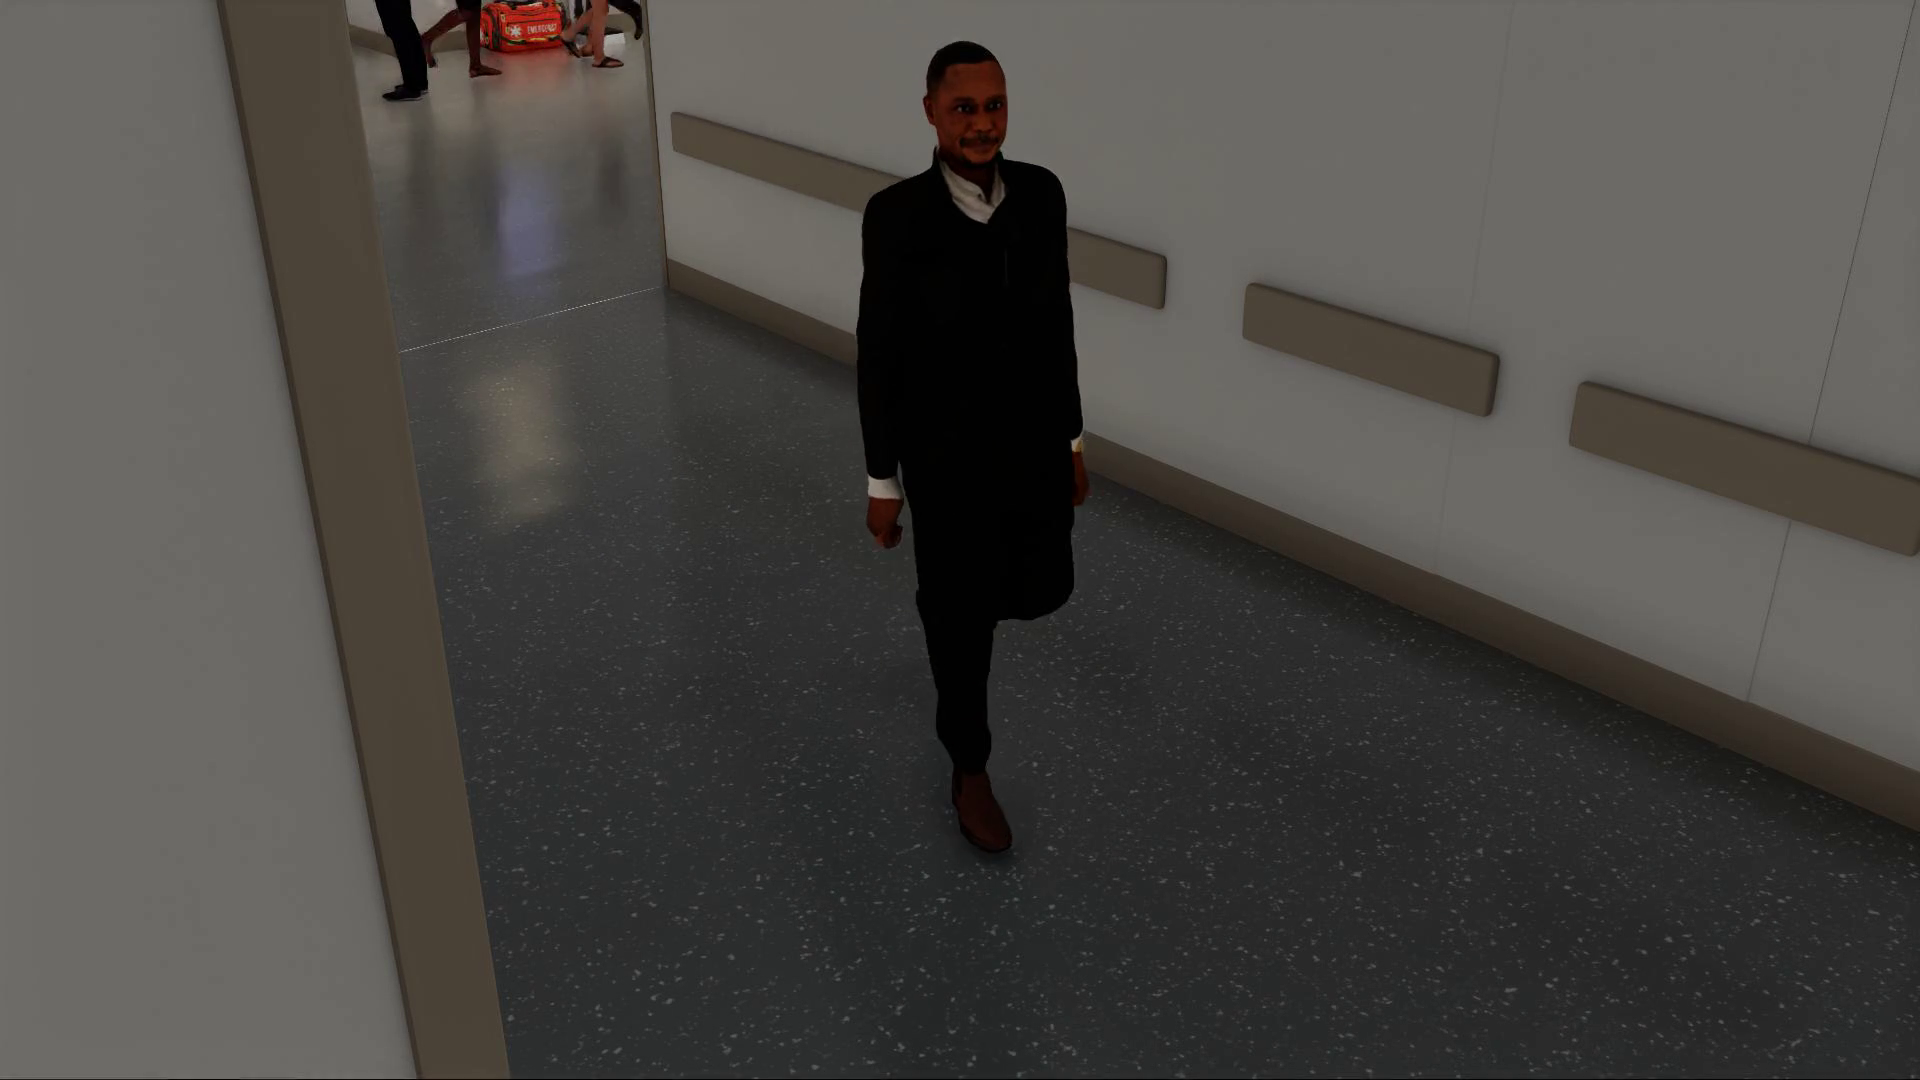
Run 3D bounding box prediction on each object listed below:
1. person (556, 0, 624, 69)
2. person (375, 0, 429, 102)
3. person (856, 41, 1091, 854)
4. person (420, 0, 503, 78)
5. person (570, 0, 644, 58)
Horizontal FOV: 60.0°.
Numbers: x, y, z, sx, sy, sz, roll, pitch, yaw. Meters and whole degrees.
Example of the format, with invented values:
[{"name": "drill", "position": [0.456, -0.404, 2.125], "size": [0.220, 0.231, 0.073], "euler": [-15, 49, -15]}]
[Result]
[{"name": "person", "position": [-3.090, -4.689, 13.672], "size": [0.872, 1.539, 0.772], "euler": [-3, 26, -7]}, {"name": "person", "position": [-4.243, -4.241, 12.393], "size": [0.751, 1.842, 0.724], "euler": [0, 26, -1]}, {"name": "person", "position": [0.031, -0.237, 4.037], "size": [1.096, 1.888, 0.993], "euler": [-10, 27, -19]}, {"name": "person", "position": [-4.008, -4.477, 13.044], "size": [1.010, 1.702, 0.874], "euler": [-5, 26, -9]}, {"name": "person", "position": [-3.014, -5.062, 14.060], "size": [1.099, 1.874, 0.824], "euler": [-14, 29, -26]}]
